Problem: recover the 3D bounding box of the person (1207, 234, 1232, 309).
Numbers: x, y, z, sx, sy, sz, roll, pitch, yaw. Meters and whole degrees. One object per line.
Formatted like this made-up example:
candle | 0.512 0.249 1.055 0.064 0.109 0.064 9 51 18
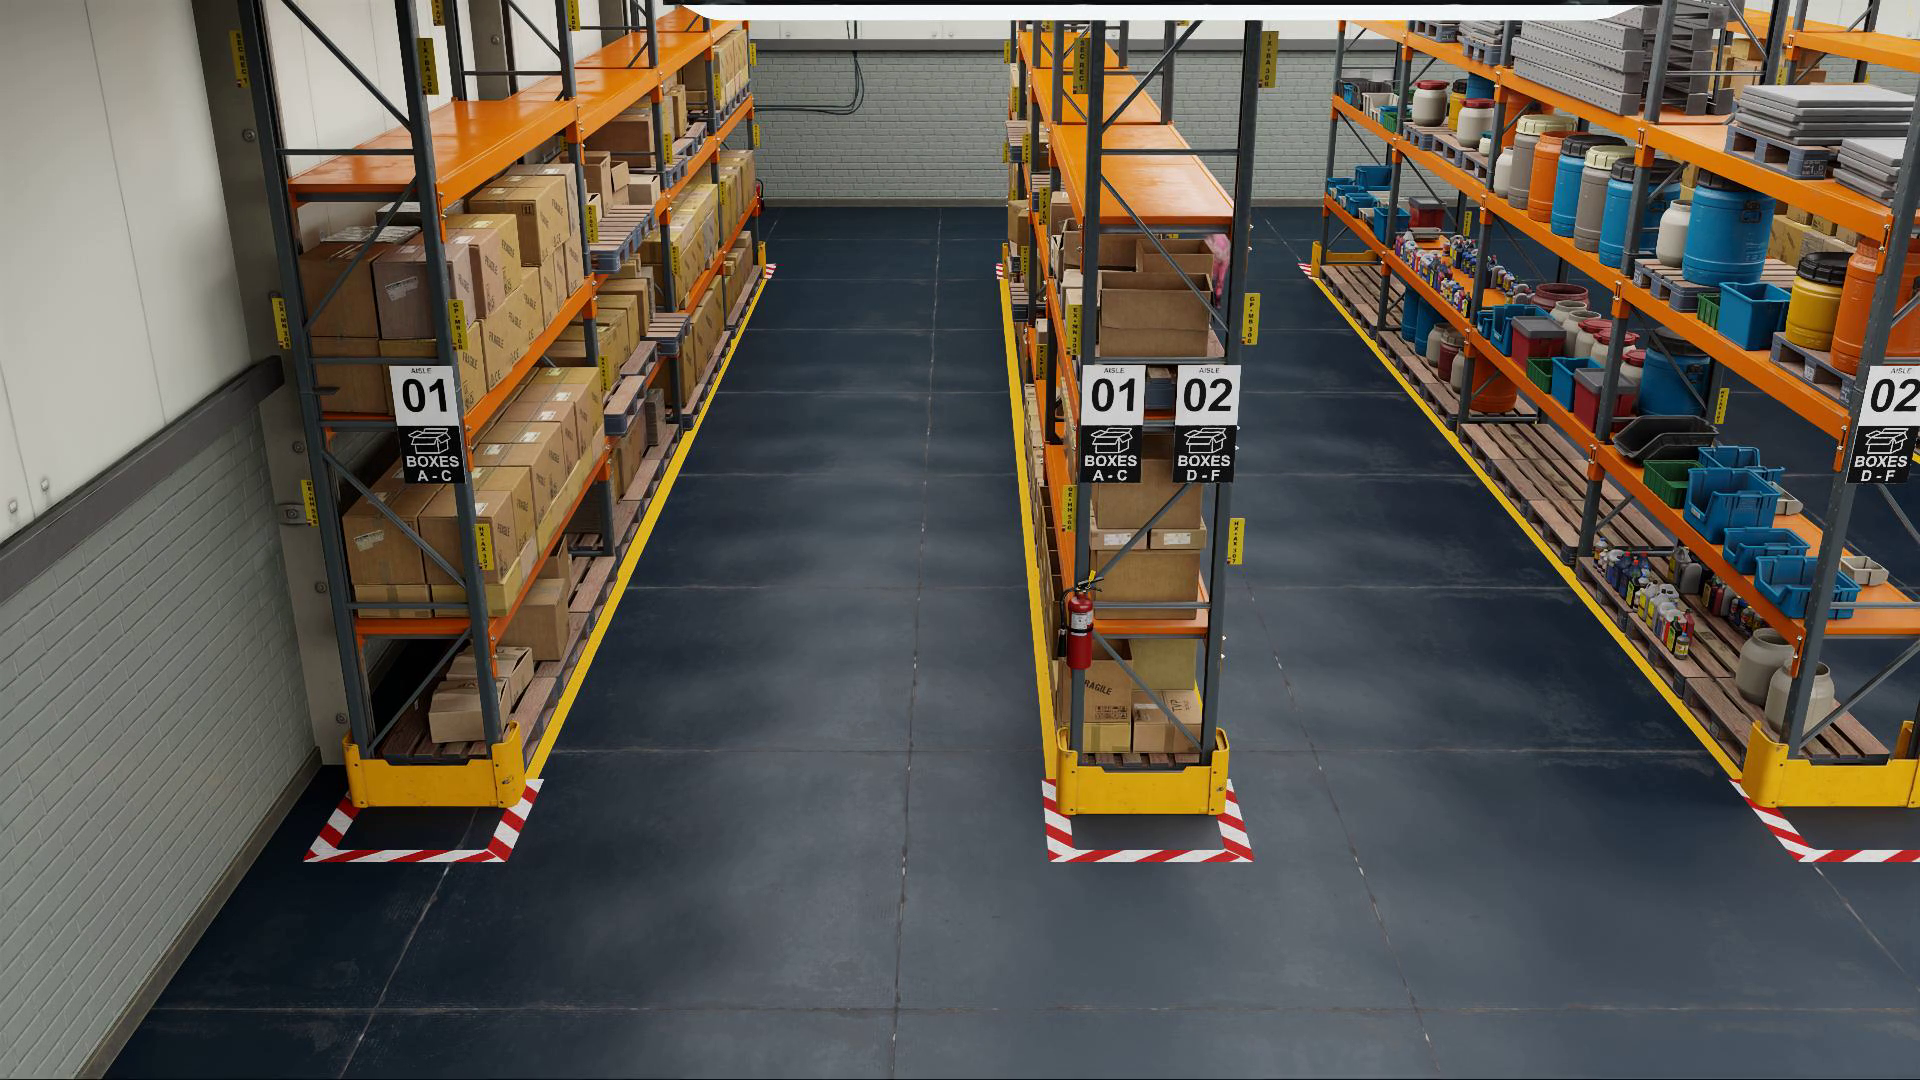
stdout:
person | 3.782 -4.110 24.345 0.548 1.435 0.669 -1 22 -3
